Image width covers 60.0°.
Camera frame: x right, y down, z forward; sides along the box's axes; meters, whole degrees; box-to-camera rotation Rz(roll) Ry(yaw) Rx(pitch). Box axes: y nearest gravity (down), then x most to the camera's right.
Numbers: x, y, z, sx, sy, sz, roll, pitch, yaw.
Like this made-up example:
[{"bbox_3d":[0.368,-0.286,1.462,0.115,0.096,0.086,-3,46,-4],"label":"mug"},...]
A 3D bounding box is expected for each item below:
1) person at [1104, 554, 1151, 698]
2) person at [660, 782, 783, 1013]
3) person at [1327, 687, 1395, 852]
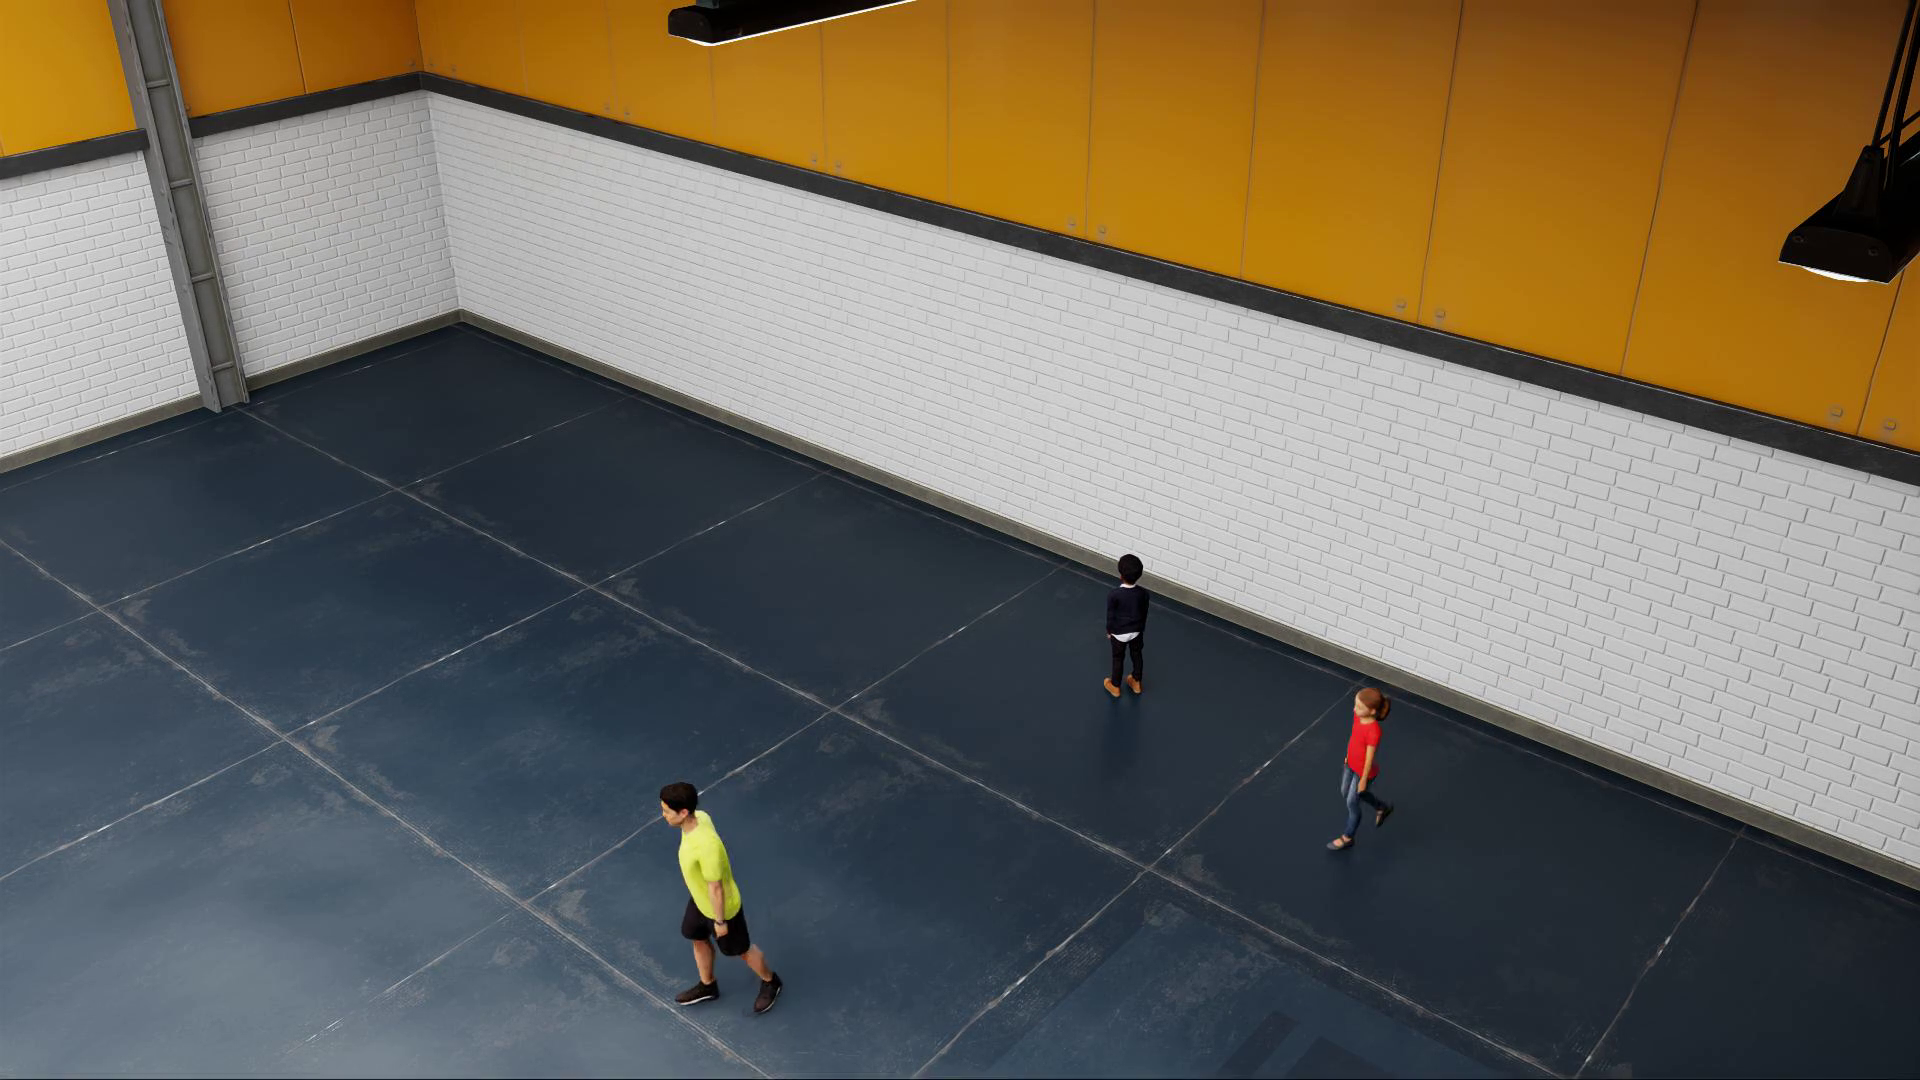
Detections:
[{"bbox_3d":[1.322,0.673,13.093,0.550,1.222,0.633,-7,29,-13],"label":"person"},{"bbox_3d":[-1.411,2.121,9.972,0.959,1.669,0.811,-18,33,-29],"label":"person"},{"bbox_3d":[2.808,1.558,11.390,0.797,1.299,0.719,-4,29,-7],"label":"person"}]
